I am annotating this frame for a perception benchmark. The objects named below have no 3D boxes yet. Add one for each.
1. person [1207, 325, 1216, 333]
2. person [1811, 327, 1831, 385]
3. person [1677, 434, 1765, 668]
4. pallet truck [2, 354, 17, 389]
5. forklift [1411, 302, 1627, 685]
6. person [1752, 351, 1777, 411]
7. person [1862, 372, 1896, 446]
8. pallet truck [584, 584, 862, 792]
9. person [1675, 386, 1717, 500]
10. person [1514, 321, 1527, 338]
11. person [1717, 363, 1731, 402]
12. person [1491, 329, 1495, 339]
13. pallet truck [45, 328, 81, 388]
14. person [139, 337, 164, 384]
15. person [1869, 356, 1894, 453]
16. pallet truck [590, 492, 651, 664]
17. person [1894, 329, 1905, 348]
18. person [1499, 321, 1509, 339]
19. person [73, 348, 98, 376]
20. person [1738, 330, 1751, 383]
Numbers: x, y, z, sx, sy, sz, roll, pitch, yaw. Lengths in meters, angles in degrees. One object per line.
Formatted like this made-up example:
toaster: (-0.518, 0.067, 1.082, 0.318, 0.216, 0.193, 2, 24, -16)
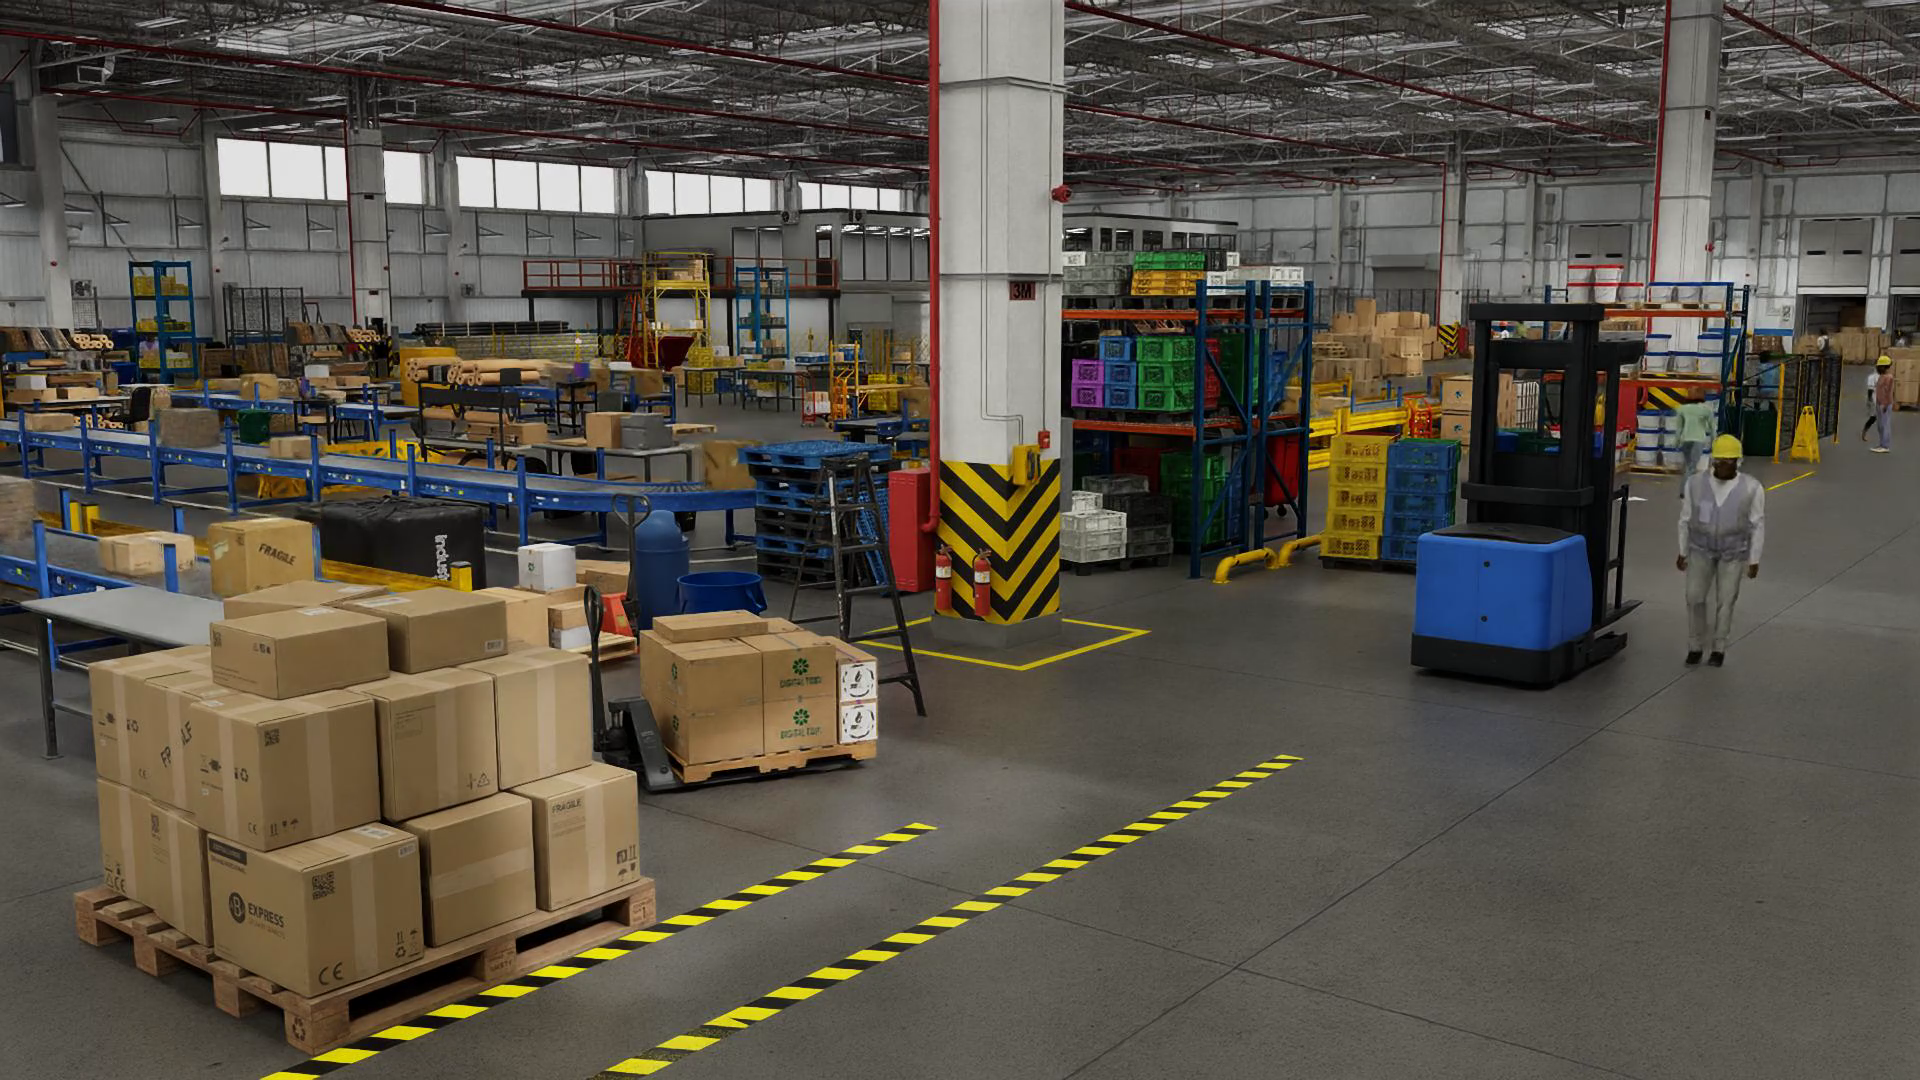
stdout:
person: (8.152, -5.950, 53.329, 0.920, 1.910, 0.554, 4, 9, 27)
person: (27.090, -5.772, 52.331, 0.541, 1.829, 0.416, -3, 9, -20)
person: (5.814, 0.103, 12.760, 0.620, 1.815, 0.610, 5, 10, 30)
pallet truck: (-24.881, -4.417, 42.634, 1.885, 1.965, 0.823, 8, 11, 41)
forklift: (4.379, -0.438, 12.852, 1.129, 2.768, 1.873, 7, 11, 37)
person: (17.225, -3.225, 35.705, 0.551, 1.649, 0.840, -1, 9, -9)
person: (17.532, -2.643, 31.739, 0.550, 1.677, 0.586, 0, 8, 0)
pallet truck: (-1.426, 0.805, 10.019, 1.601, 1.201, 0.680, -4, 9, -26)
person: (10.394, -1.370, 23.468, 0.889, 1.583, 0.512, -7, 11, -38)
person: (26.063, -9.489, 77.453, 0.626, 1.820, 0.852, -1, 8, -5)
person: (16.360, -3.277, 35.904, 0.537, 1.713, 0.840, 1, 9, 8)
person: (13.775, -4.545, 43.518, 0.388, 1.991, 0.609, 2, 9, 10)
pallet truck: (-23.775, -4.544, 43.495, 1.885, 1.965, 0.823, 6, 10, 35)
person: (-21.384, -4.615, 44.023, 0.619, 2.003, 1.065, -1, 9, -10)
person: (16.794, -2.465, 30.288, 0.339, 1.757, 0.518, 1, 9, 9)
pallet truck: (-3.115, 0.344, 12.883, 0.653, 1.274, 1.630, 7, 11, 37)
person: (27.514, -5.253, 48.755, 0.449, 1.852, 0.540, 5, 10, 29)
person: (18.917, -6.667, 58.001, 0.359, 1.936, 0.552, 5, 10, 30)
person: (-22.534, -4.400, 42.986, 0.678, 1.858, 0.892, 3, 9, 18)
person: (25.288, -5.928, 53.677, 0.295, 1.743, 0.493, -2, 9, -16)
